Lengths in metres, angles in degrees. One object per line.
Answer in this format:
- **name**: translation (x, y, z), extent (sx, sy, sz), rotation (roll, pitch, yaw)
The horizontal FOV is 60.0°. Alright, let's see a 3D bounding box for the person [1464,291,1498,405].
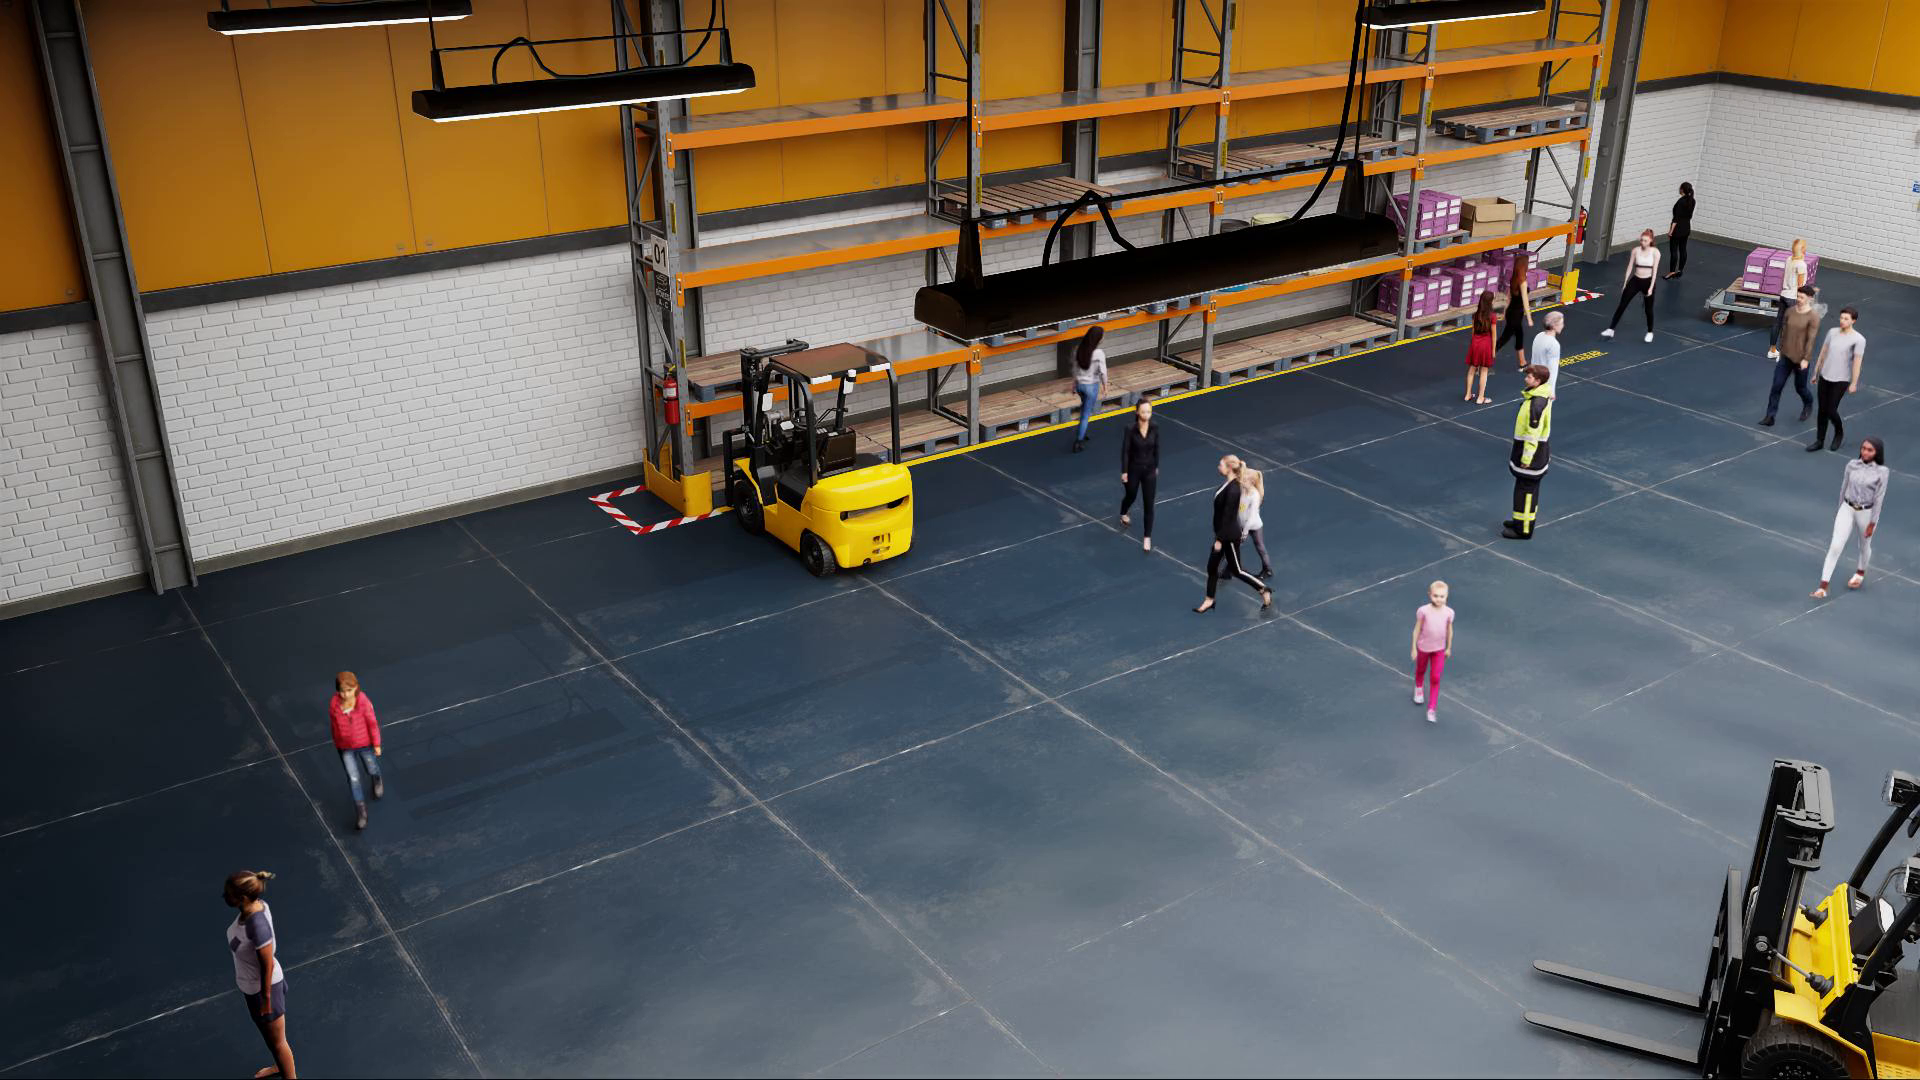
- **person**: translation (7.062, -2.618, 22.505), extent (0.627, 1.551, 0.565), rotation (-20, 30, -38)

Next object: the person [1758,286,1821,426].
- **person**: translation (10.896, -2.377, 21.566), extent (1.112, 1.863, 0.647), rotation (-16, 28, -32)

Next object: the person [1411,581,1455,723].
- **person**: translation (4.173, 0.931, 14.775), extent (0.865, 1.240, 0.931), rotation (4, 24, 10)

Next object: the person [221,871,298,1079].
- **person**: translation (-4.279, 2.718, 10.206), extent (0.566, 1.625, 0.597), rotation (-12, 27, -26)

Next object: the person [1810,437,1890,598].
- **person**: translation (9.159, -0.228, 16.880), extent (1.185, 1.677, 0.672), rotation (-18, 29, -35)

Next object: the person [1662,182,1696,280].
- **person**: translation (12.340, -5.297, 28.497), extent (0.505, 1.660, 0.678), rotation (-13, 27, -27)

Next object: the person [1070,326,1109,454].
- **person**: translation (1.536, -1.849, 20.674), extent (0.698, 1.609, 0.742), rotation (18, 30, 36)

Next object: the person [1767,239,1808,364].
- **person**: translation (12.062, -3.491, 24.180), extent (0.666, 1.809, 0.665), rotation (-2, 24, -5)

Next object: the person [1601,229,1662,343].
- **person**: translation (10.221, -3.817, 25.045), extent (0.941, 1.714, 0.900), rotation (17, 29, 34)

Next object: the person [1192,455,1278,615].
- **person**: translation (2.734, -0.001, 16.371), extent (1.147, 1.669, 1.011), rotation (0, 24, 0)

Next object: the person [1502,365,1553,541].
- **person**: translation (6.266, -0.979, 18.225), extent (0.925, 1.977, 0.822), rotation (8, 25, 17)

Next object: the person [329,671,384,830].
- **person**: translation (-4.773, 1.596, 13.186), extent (0.879, 1.294, 0.771), rotation (-6, 24, -13)

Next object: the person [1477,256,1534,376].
- **person**: translation (7.743, -3.125, 23.497), extent (1.203, 1.686, 0.991), rotation (-1, 24, -2)

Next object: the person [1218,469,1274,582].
- **person**: translation (3.071, -0.134, 17.211), extent (0.935, 1.241, 0.612), rotation (-10, 25, -21)

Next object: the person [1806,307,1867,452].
- **person**: translation (10.948, -2.000, 20.711), extent (0.744, 1.855, 0.729), rotation (-11, 26, -24)

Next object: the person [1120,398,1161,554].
- **person**: translation (1.928, -0.737, 18.046), extent (1.077, 1.677, 0.931), rotation (-5, 24, -12)

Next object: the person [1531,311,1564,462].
- **person**: translation (7.129, -1.885, 20.404), extent (0.761, 1.891, 0.741), rotation (-1, 24, -1)
